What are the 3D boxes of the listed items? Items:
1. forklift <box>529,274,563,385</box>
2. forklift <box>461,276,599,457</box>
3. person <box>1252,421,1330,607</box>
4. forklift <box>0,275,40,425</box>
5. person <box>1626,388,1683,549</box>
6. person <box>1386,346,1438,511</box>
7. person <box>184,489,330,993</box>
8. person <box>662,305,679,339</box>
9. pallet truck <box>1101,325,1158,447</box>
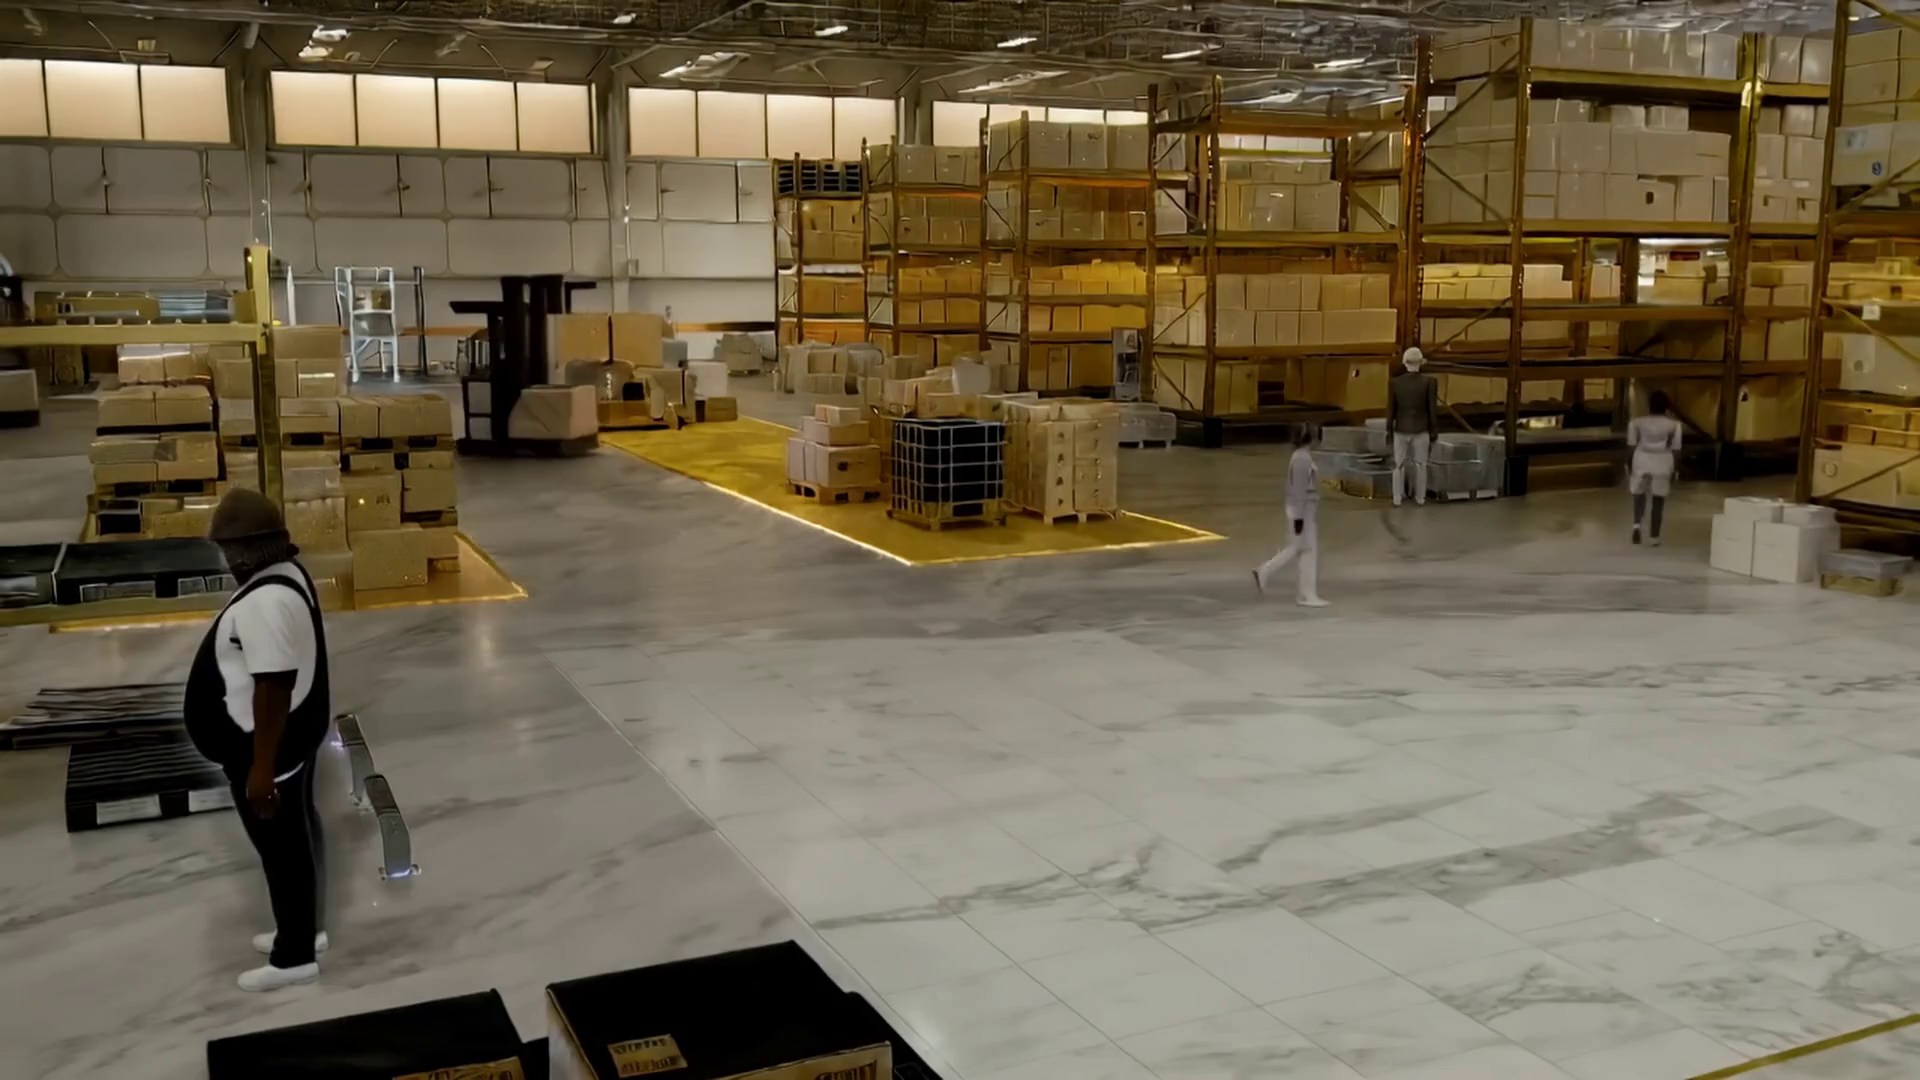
[{"bbox_3d":[-10.423,-5.434,42.799,1.873,2.768,1.129,-3,10,-18],"label":"forklift"},{"bbox_3d":[-6.800,-2.761,26.220,1.873,2.768,1.129,2,9,14],"label":"forklift"},{"bbox_3d":[2.883,-0.230,14.386,0.593,1.626,0.515,1,9,6],"label":"person"},{"bbox_3d":[-18.082,-3.570,31.238,1.129,2.768,1.873,-6,11,-33],"label":"forklift"},{"bbox_3d":[7.258,-0.747,17.395,0.550,1.683,0.366,5,10,28],"label":"person"},{"bbox_3d":[5.456,-1.335,20.101,0.612,1.997,0.375,1,9,7],"label":"person"},{"bbox_3d":[-2.843,0.796,6.746,0.535,2.000,0.688,-2,9,-13],"label":"person"},{"bbox_3d":[-8.526,-5.940,48.908,0.548,1.922,0.474,-1,9,-6],"label":"person"},{"bbox_3d":[2.881,-2.596,27.923,0.823,1.965,1.885,-1,9,-7],"label":"pallet truck"}]
